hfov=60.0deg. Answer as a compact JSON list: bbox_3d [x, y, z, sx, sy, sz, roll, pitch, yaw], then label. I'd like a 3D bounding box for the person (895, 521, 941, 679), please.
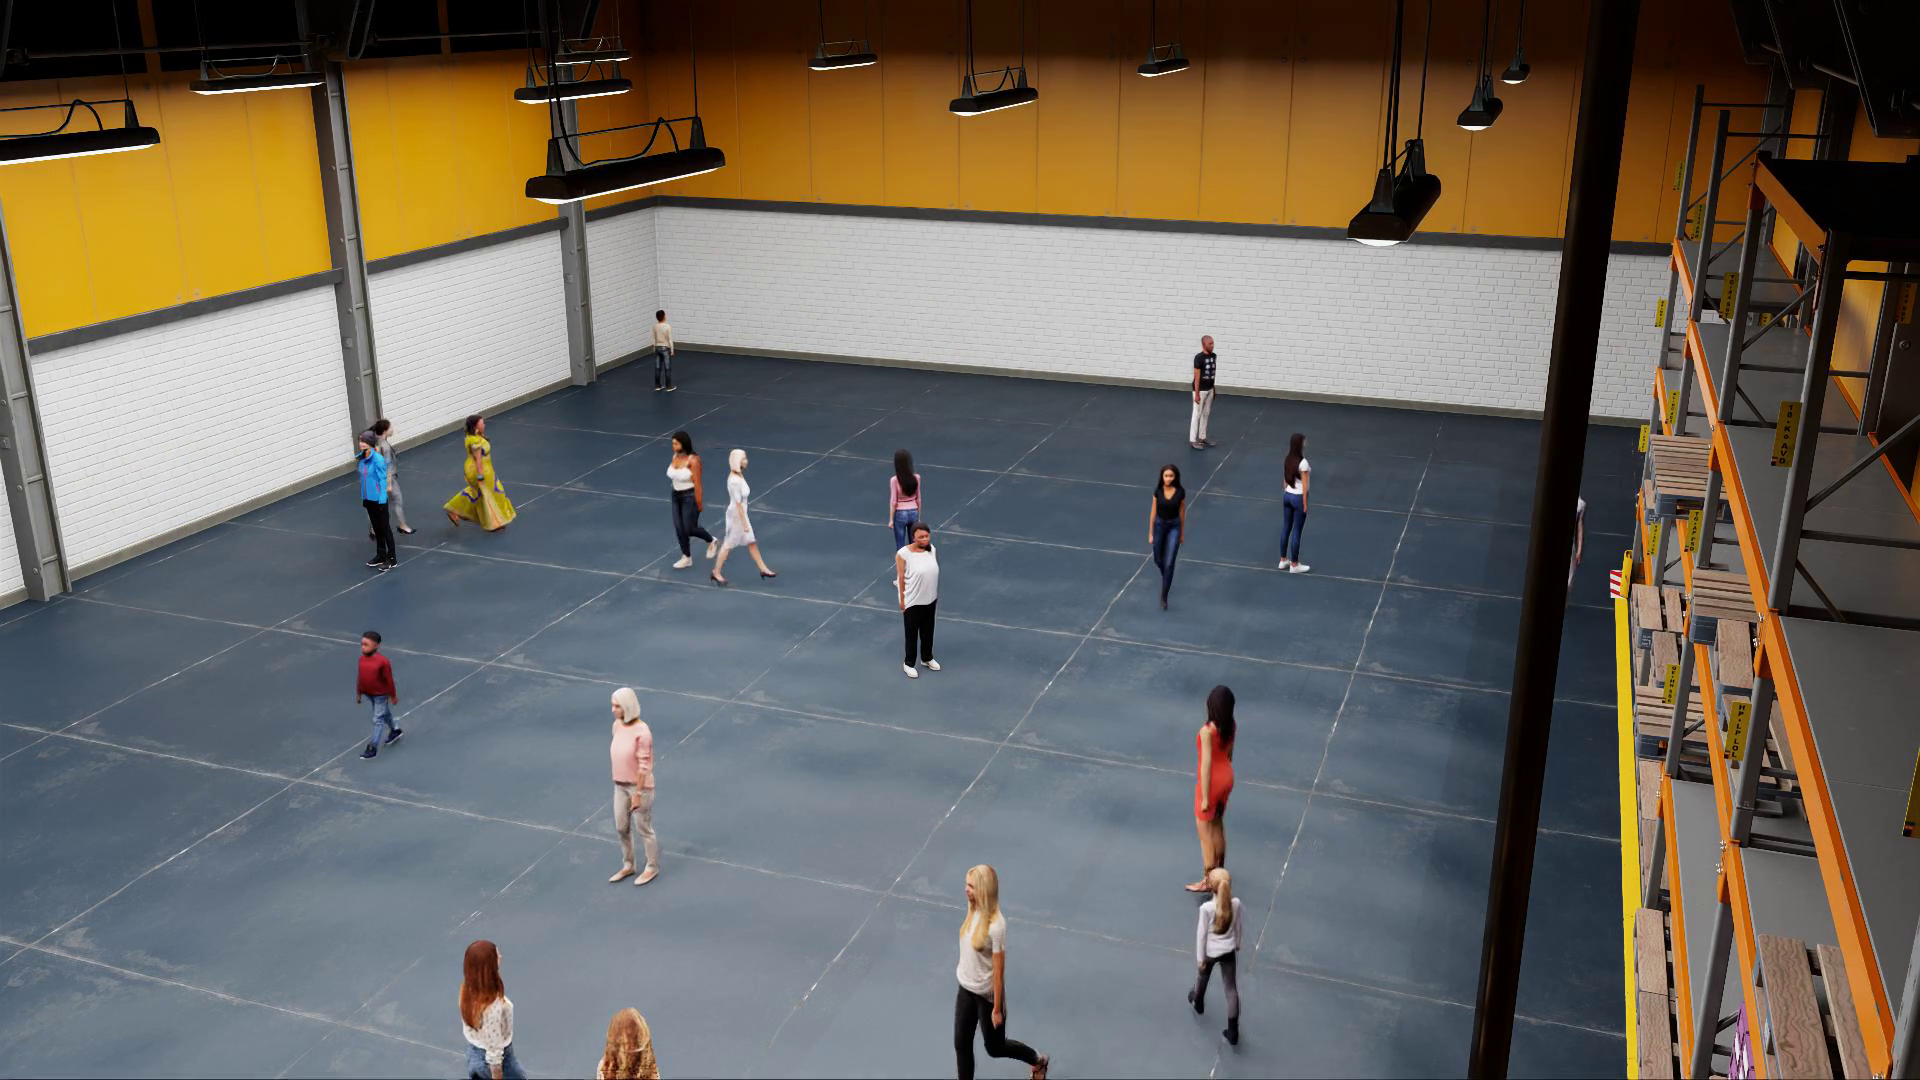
[{"bbox_3d":[-0.427,0.607,17.798,0.719,1.688,0.818,-14,23,-36],"label":"person"}]

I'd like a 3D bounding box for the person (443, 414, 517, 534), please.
[{"bbox_3d":[-6.517,-0.867,22.253,1.272,1.638,1.246,-7,20,-19],"label":"person"}]

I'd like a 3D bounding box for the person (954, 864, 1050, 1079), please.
[{"bbox_3d":[0.235,2.920,10.752,1.156,1.802,1.027,-11,22,-29],"label":"person"}]

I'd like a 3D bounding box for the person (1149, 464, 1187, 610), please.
[{"bbox_3d":[2.472,-0.090,19.825,0.674,1.714,1.105,4,19,11],"label":"person"}]

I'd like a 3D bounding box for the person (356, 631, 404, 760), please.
[{"bbox_3d":[-5.571,1.446,16.026,0.550,1.229,0.879,8,20,24],"label":"person"}]

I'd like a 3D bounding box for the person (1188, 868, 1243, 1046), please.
[{"bbox_3d":[1.834,2.918,11.621,0.812,1.251,0.976,-4,19,-12],"label":"person"}]

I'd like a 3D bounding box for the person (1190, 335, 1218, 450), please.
[{"bbox_3d":[3.874,-2.375,26.469,0.701,1.805,0.812,-17,25,-40],"label":"person"}]

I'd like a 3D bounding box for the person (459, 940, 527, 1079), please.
[{"bbox_3d":[-2.917,3.207,10.057,1.125,1.701,0.852,-17,25,-41],"label":"person"}]

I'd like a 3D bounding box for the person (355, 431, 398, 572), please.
[{"bbox_3d":[-7.341,-0.504,20.927,0.681,1.797,0.640,14,23,37],"label":"person"}]

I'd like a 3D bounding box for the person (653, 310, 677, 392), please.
[{"bbox_3d":[-5.400,-3.439,30.177,0.553,1.456,0.481,6,19,16],"label":"person"}]

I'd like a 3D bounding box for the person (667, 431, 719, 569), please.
[{"bbox_3d":[-3.377,-0.524,20.990,0.830,1.794,0.969,17,25,41],"label":"person"}]

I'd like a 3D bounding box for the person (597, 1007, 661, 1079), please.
[{"bbox_3d":[-1.874,3.483,9.212,0.655,1.718,1.132,6,20,18],"label":"person"}]

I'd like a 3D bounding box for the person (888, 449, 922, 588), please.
[{"bbox_3d":[-0.665,-0.272,20.323,0.640,1.742,0.707,-9,21,-25],"label":"person"}]

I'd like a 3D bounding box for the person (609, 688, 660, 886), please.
[{"bbox_3d":[-2.628,2.000,13.614,0.671,1.719,0.677,14,23,35],"label":"person"}]

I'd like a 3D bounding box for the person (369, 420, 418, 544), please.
[{"bbox_3d":[-7.645,-0.743,21.878,0.946,1.643,1.031,16,24,39],"label":"person"}]

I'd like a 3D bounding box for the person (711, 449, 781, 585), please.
[{"bbox_3d":[-2.800,-0.237,20.288,0.922,1.698,1.096,0,19,-1],"label":"person"}]

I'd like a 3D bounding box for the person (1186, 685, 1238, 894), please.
[{"bbox_3d":[2.083,2.041,13.523,0.913,1.700,0.681,10,21,28],"label":"person"}]

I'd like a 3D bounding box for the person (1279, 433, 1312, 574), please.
[{"bbox_3d":[4.201,-0.471,20.863,0.720,1.775,0.658,-8,20,-23],"label":"person"}]
